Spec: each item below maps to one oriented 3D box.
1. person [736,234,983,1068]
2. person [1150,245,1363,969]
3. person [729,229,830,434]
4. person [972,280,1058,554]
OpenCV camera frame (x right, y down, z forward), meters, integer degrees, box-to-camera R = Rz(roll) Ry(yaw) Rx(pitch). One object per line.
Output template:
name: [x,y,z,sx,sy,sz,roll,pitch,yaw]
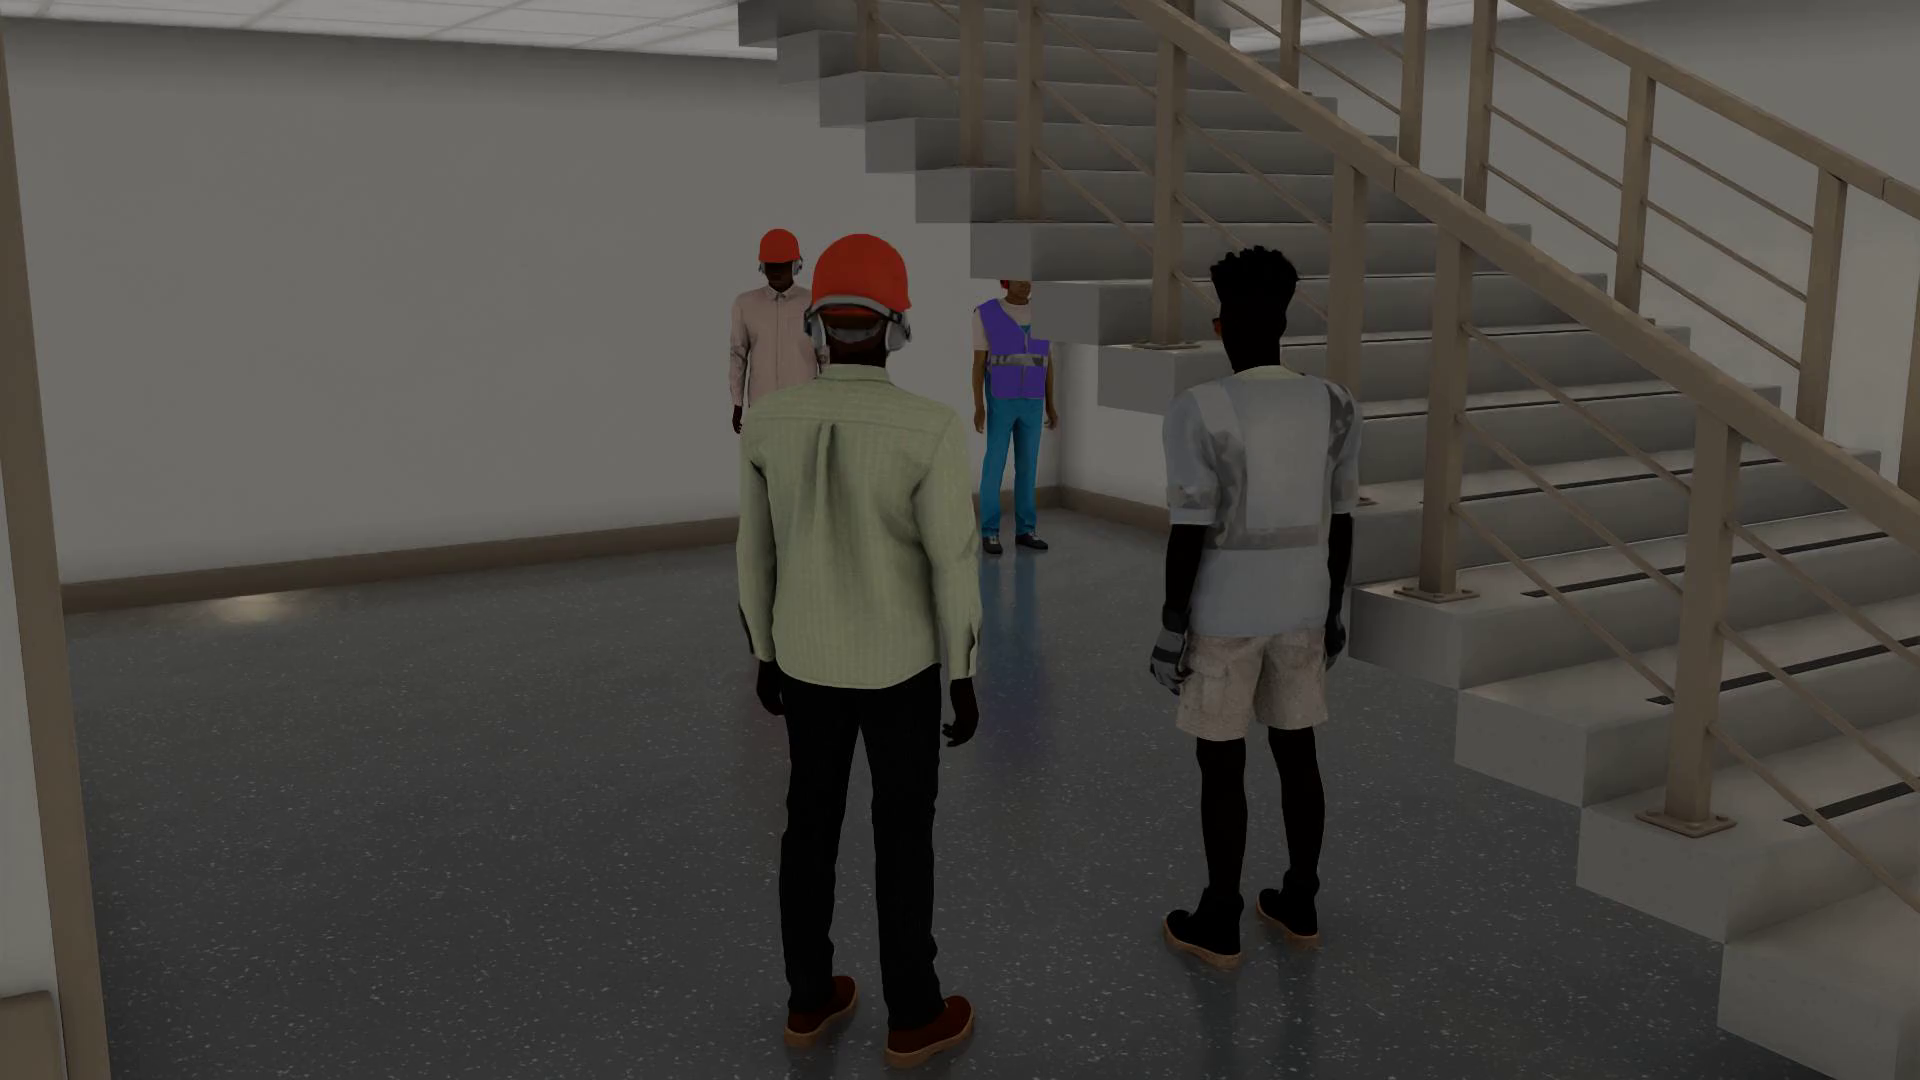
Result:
person: [-0.231,0.277,4.005,0.623,1.994,0.382,5,12,24]
person: [0.798,0.188,4.553,0.613,1.961,0.368,-5,12,-24]
person: [-1.033,-0.803,9.689,0.623,1.989,0.400,0,11,-1]
person: [0.330,-0.844,10.306,0.570,1.840,0.373,-5,12,-26]
